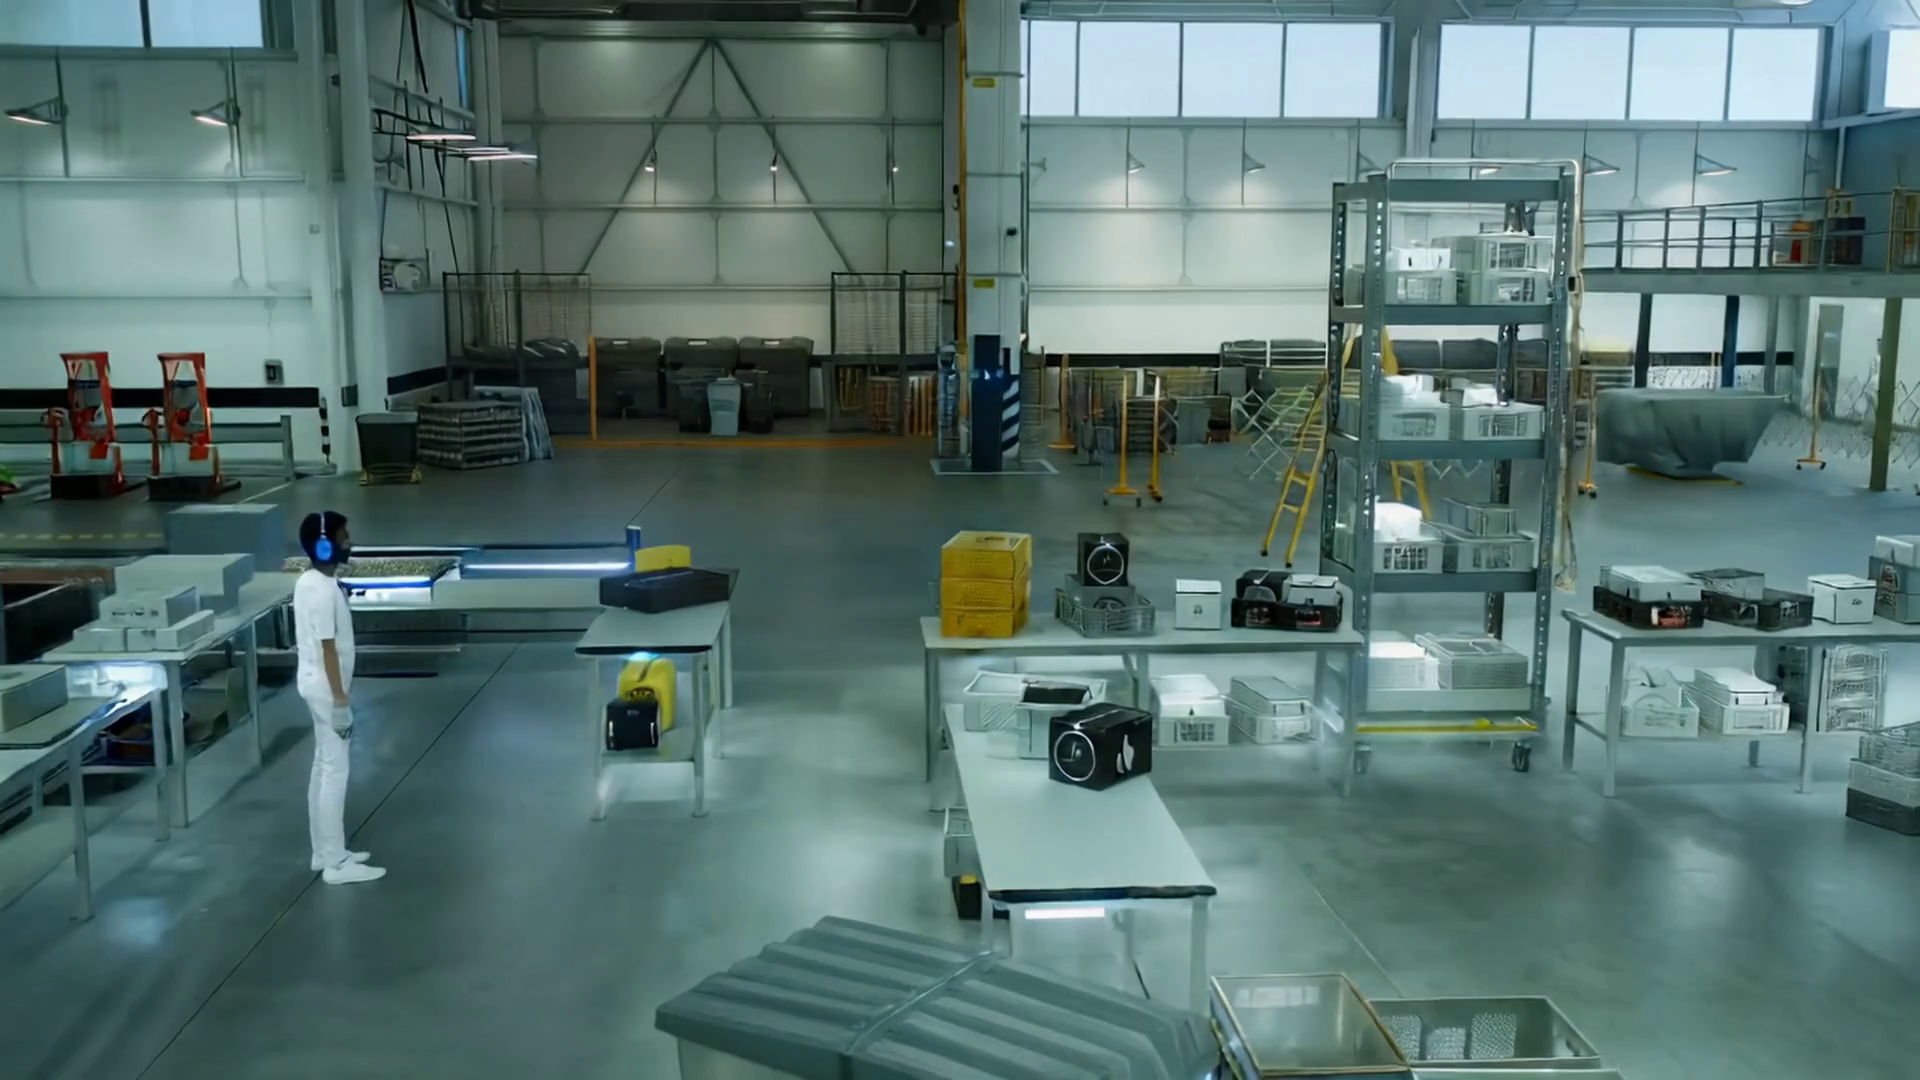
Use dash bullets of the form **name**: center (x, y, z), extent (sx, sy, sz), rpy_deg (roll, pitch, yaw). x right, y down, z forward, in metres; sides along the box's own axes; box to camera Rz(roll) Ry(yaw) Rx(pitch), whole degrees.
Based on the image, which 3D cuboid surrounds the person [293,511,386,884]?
- **person**: center (-3.137, 0.783, 8.336), extent (0.328, 1.872, 0.509), rpy_deg (-6, 11, -32)

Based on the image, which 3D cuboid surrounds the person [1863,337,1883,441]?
- **person**: center (16.855, -2.776, 30.533), extent (0.584, 1.917, 0.381), rpy_deg (-9, 13, -44)

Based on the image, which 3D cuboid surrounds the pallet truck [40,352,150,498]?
- **pallet truck**: center (-11.907, -1.642, 23.165), extent (0.823, 1.965, 1.885), rpy_deg (0, 9, 0)

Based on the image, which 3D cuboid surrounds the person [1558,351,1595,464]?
- **person**: center (9.969, -2.165, 26.960), extent (0.989, 1.827, 0.583), rpy_deg (-6, 11, -35)

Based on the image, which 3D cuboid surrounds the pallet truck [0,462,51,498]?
- **pallet truck**: center (-13.193, -1.293, 23.148), extent (0.653, 1.274, 1.630), rpy_deg (-1, 9, -4)

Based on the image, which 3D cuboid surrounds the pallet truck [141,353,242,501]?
- **pallet truck**: center (-10.520, -1.604, 22.925), extent (0.823, 1.965, 1.885), rpy_deg (-1, 9, -6)
